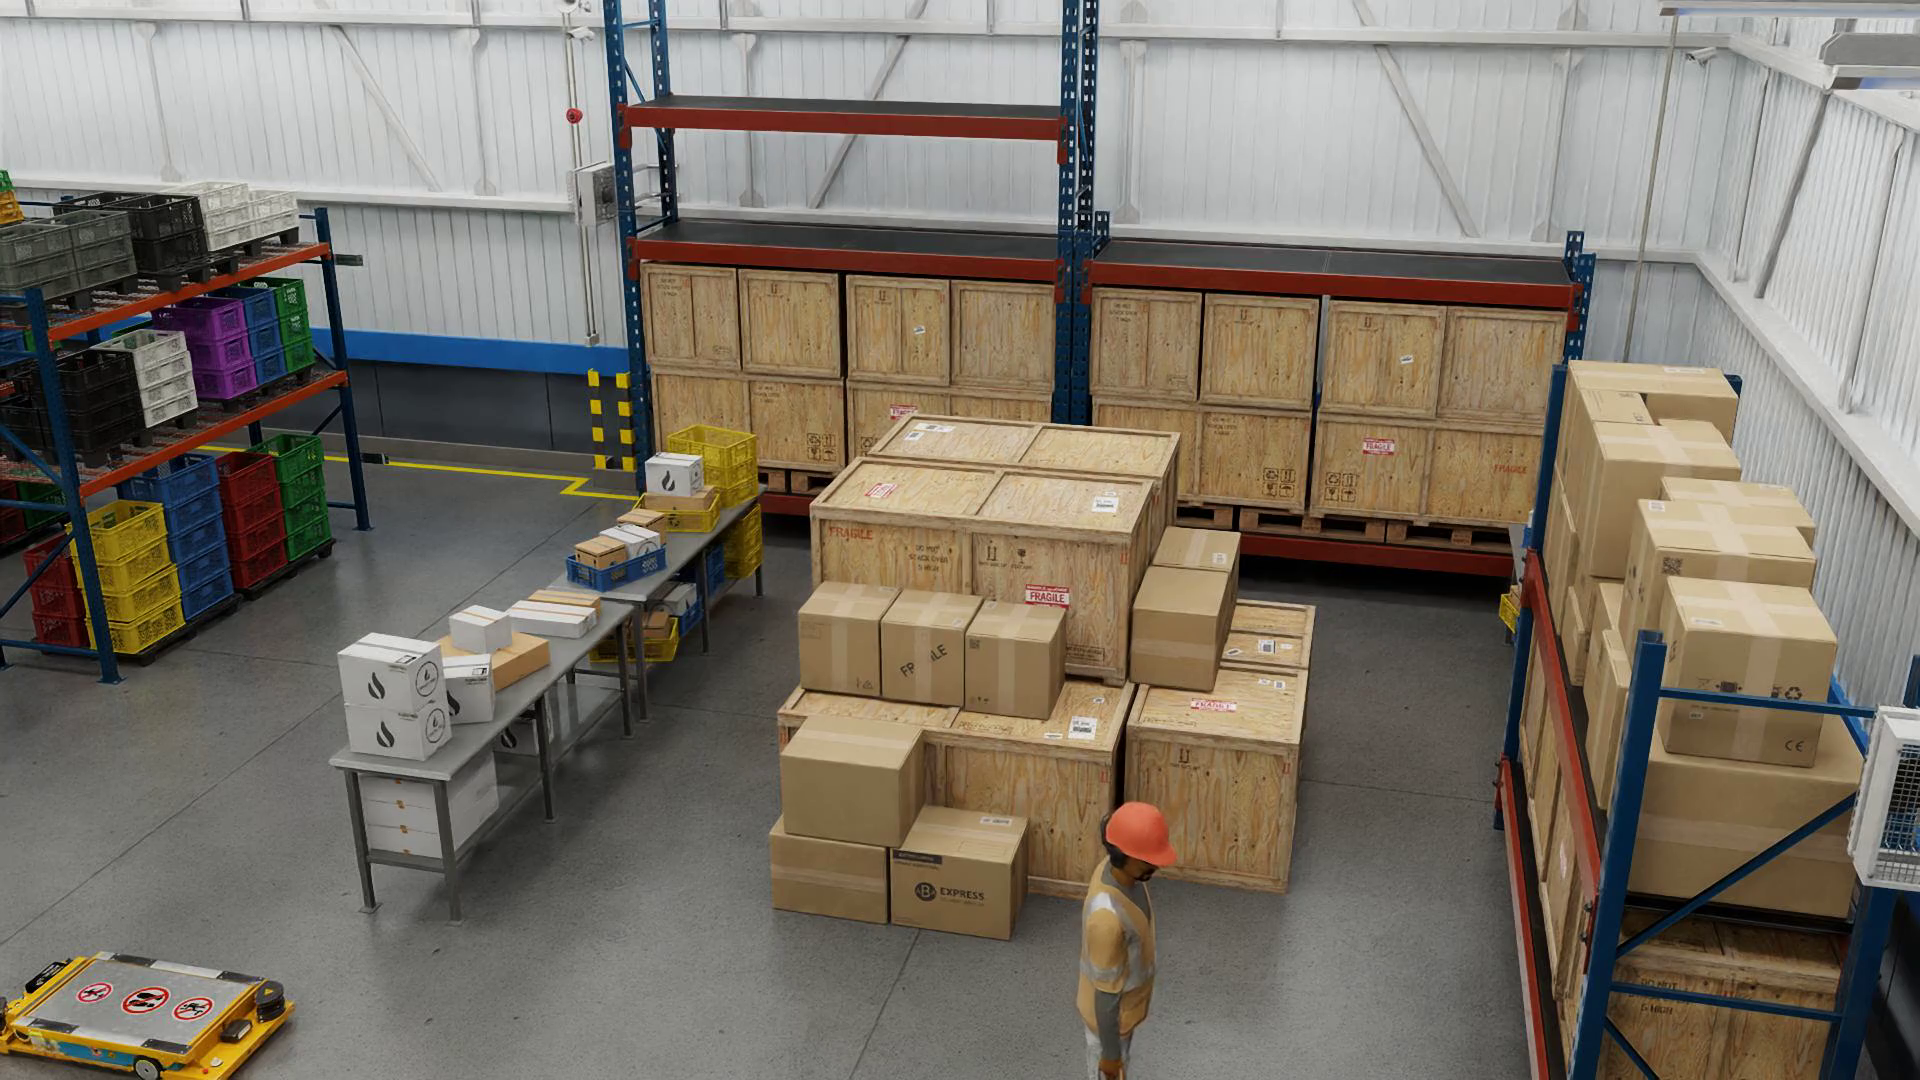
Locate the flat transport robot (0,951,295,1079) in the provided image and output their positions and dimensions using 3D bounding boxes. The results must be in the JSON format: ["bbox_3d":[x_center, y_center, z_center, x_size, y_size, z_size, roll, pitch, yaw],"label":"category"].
[{"bbox_3d":[-4.270,2.464,8.601,1.431,0.231,0.659,5,22,13],"label":"flat transport robot"}]

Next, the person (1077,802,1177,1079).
[{"bbox_3d":[0.713,2.037,7.247,0.398,2.032,0.610,4,21,11],"label":"person"}]
